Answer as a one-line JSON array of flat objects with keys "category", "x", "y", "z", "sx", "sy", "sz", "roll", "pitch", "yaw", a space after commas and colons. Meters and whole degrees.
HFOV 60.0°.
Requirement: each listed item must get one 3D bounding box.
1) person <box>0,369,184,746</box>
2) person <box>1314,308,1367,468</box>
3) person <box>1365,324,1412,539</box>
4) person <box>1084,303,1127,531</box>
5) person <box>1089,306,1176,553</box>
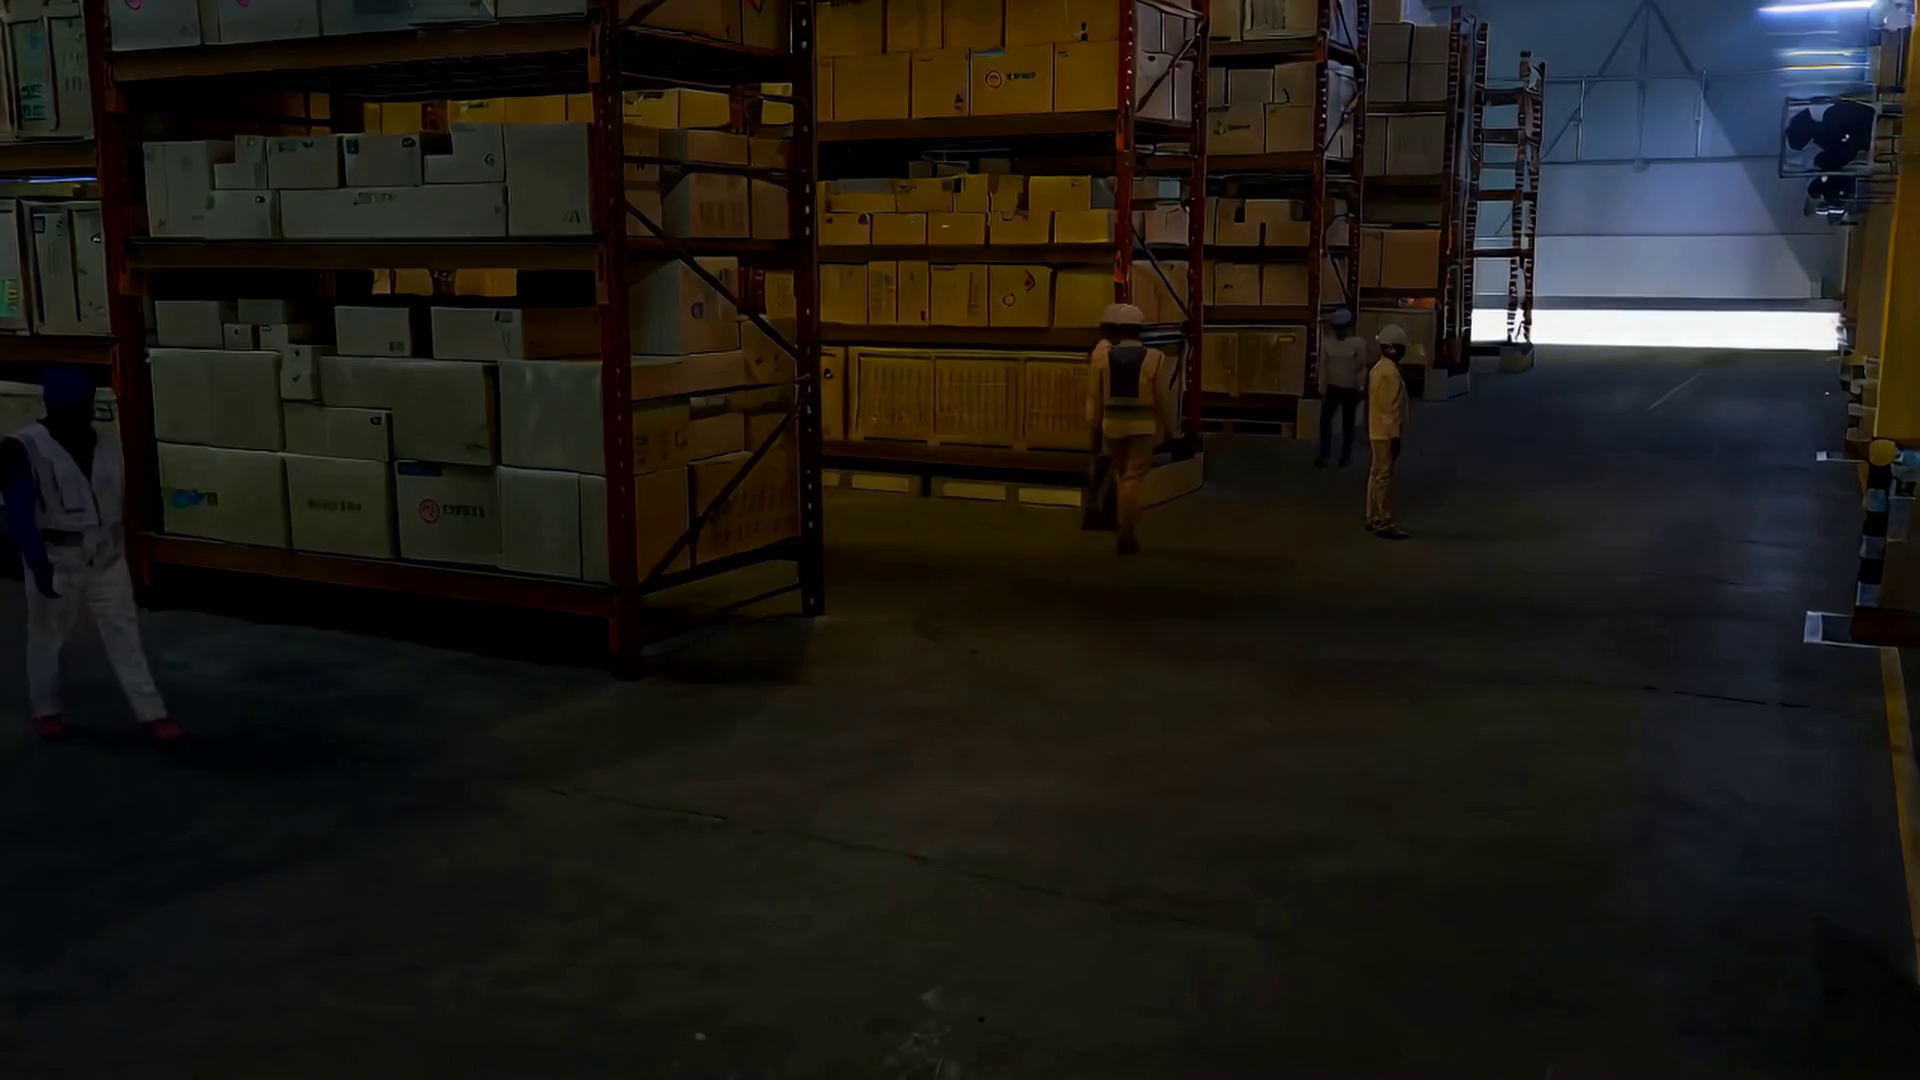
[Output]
[{"category": "person", "x": -4.143, "y": 0.101, "z": 7.829, "sx": 0.933, "sy": 1.796, "sz": 0.635, "roll": 6, "pitch": 12, "yaw": 32}, {"category": "person", "x": 4.113, "y": -1.624, "z": 17.974, "sx": 0.531, "sy": 1.733, "sz": 0.838, "roll": 4, "pitch": 11, "yaw": 22}, {"category": "person", "x": 3.518, "y": -0.889, "z": 13.642, "sx": 0.320, "sy": 1.755, "sz": 0.563, "roll": 0, "pitch": 10, "yaw": 0}, {"category": "person", "x": 1.281, "y": -1.020, "z": 13.943, "sx": 0.532, "sy": 1.915, "sz": 0.572, "roll": 2, "pitch": 10, "yaw": 9}, {"category": "person", "x": 1.392, "y": -0.881, "z": 13.133, "sx": 0.628, "sy": 1.911, "sz": 0.803, "roll": 5, "pitch": 11, "yaw": 27}]
